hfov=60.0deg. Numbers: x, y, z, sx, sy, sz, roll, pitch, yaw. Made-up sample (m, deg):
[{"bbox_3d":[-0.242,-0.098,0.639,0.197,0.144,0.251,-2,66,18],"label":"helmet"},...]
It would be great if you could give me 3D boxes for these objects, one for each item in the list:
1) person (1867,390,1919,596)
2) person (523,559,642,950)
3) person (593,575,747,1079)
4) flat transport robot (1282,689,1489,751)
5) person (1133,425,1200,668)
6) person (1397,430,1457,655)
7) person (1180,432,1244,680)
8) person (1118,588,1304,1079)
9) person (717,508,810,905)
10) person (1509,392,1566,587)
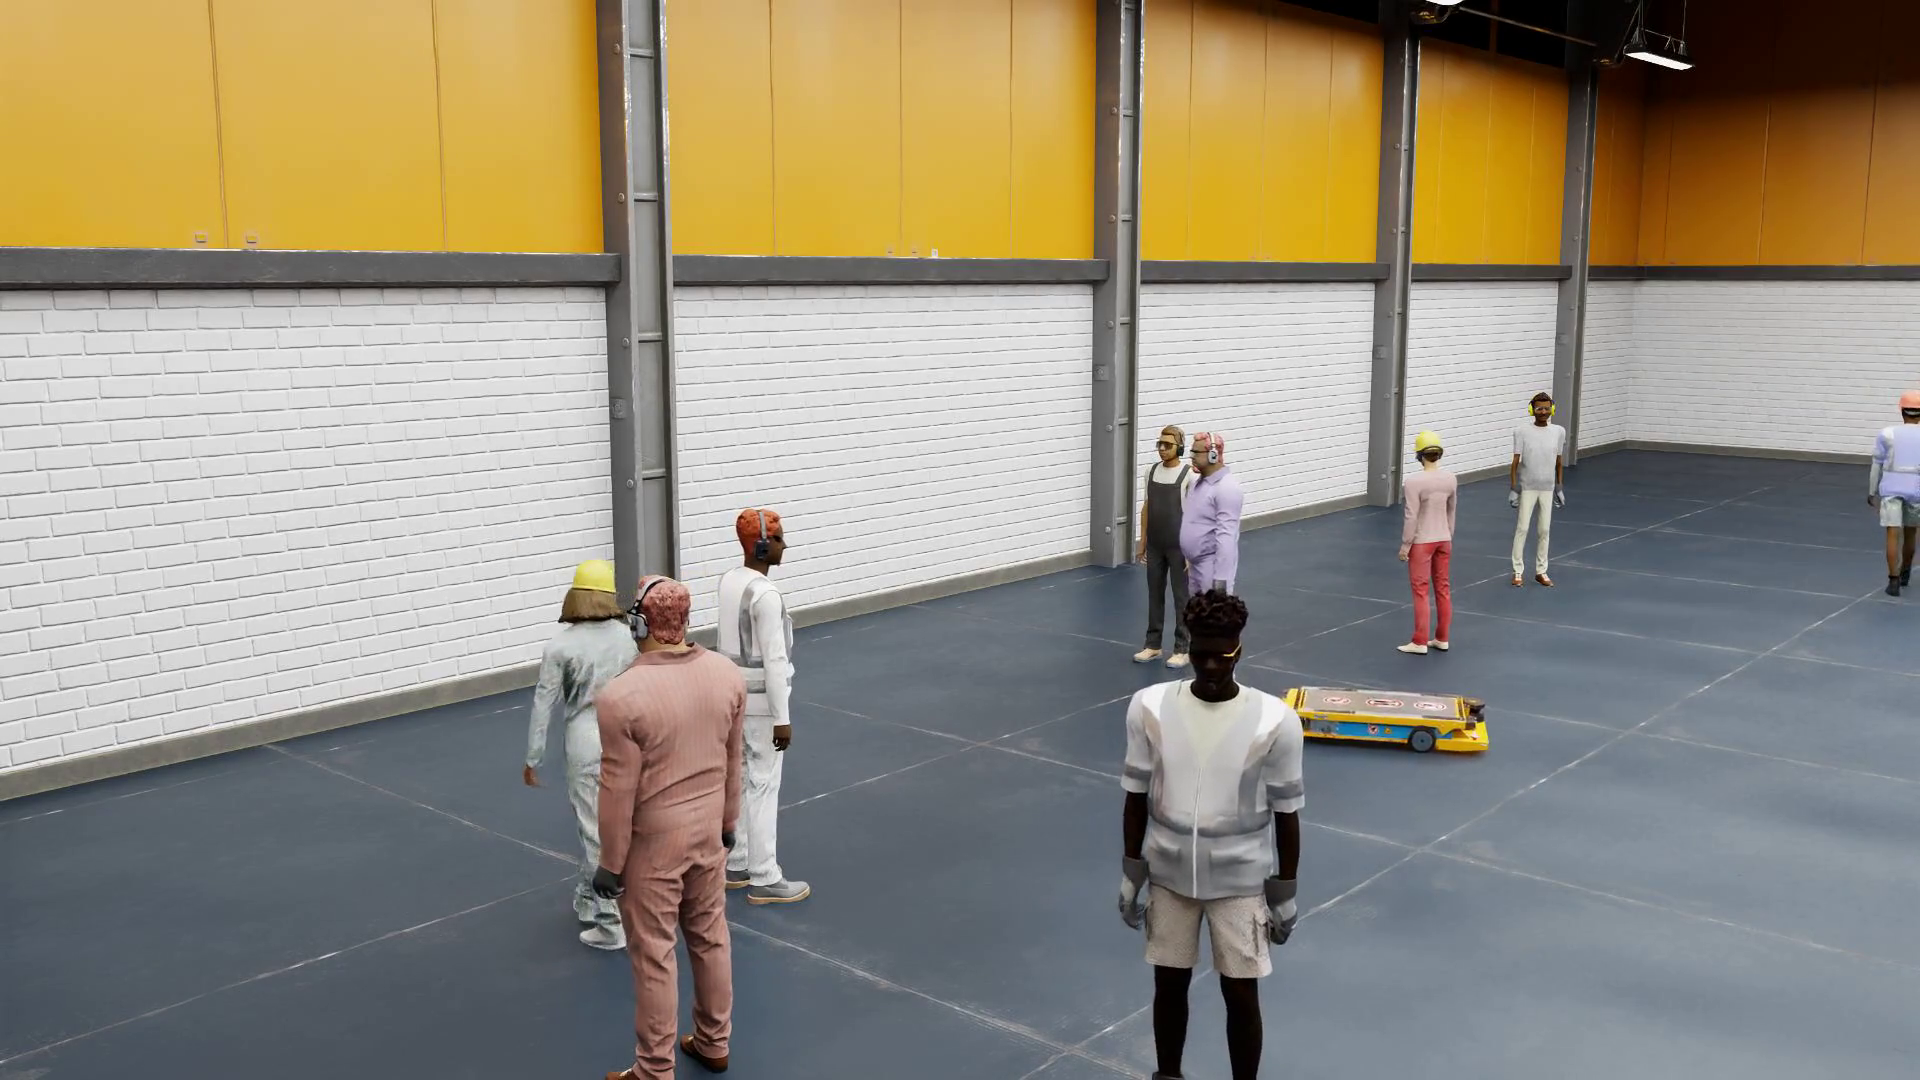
[{"bbox_3d":[8.896,-0.463,15.701,0.562,1.889,0.952,4,10,25],"label":"person"},{"bbox_3d":[-1.670,0.942,7.479,0.580,1.693,0.725,-7,11,-37],"label":"person"},{"bbox_3d":[-1.073,1.071,6.052,0.409,1.907,0.649,7,12,38],"label":"person"},{"bbox_3d":[2.650,1.141,10.732,1.431,0.197,0.652,2,9,14],"label":"flat transport robot"},{"bbox_3d":[1.583,0.047,12.678,0.508,1.847,0.345,7,12,38],"label":"person"},{"bbox_3d":[3.666,0.023,13.083,0.527,1.765,0.329,-5,10,-28],"label":"person"},{"bbox_3d":[1.726,0.193,11.607,0.401,1.901,0.647,-2,9,-11],"label":"person"},{"bbox_3d":[0.832,1.122,5.572,0.609,1.959,0.382,4,10,22],"label":"person"},{"bbox_3d":[-0.961,0.784,7.928,0.340,1.882,0.585,-5,10,-30],"label":"person"},{"bbox_3d":[5.526,-0.481,15.911,0.531,1.870,0.316,0,9,0],"label":"person"}]
